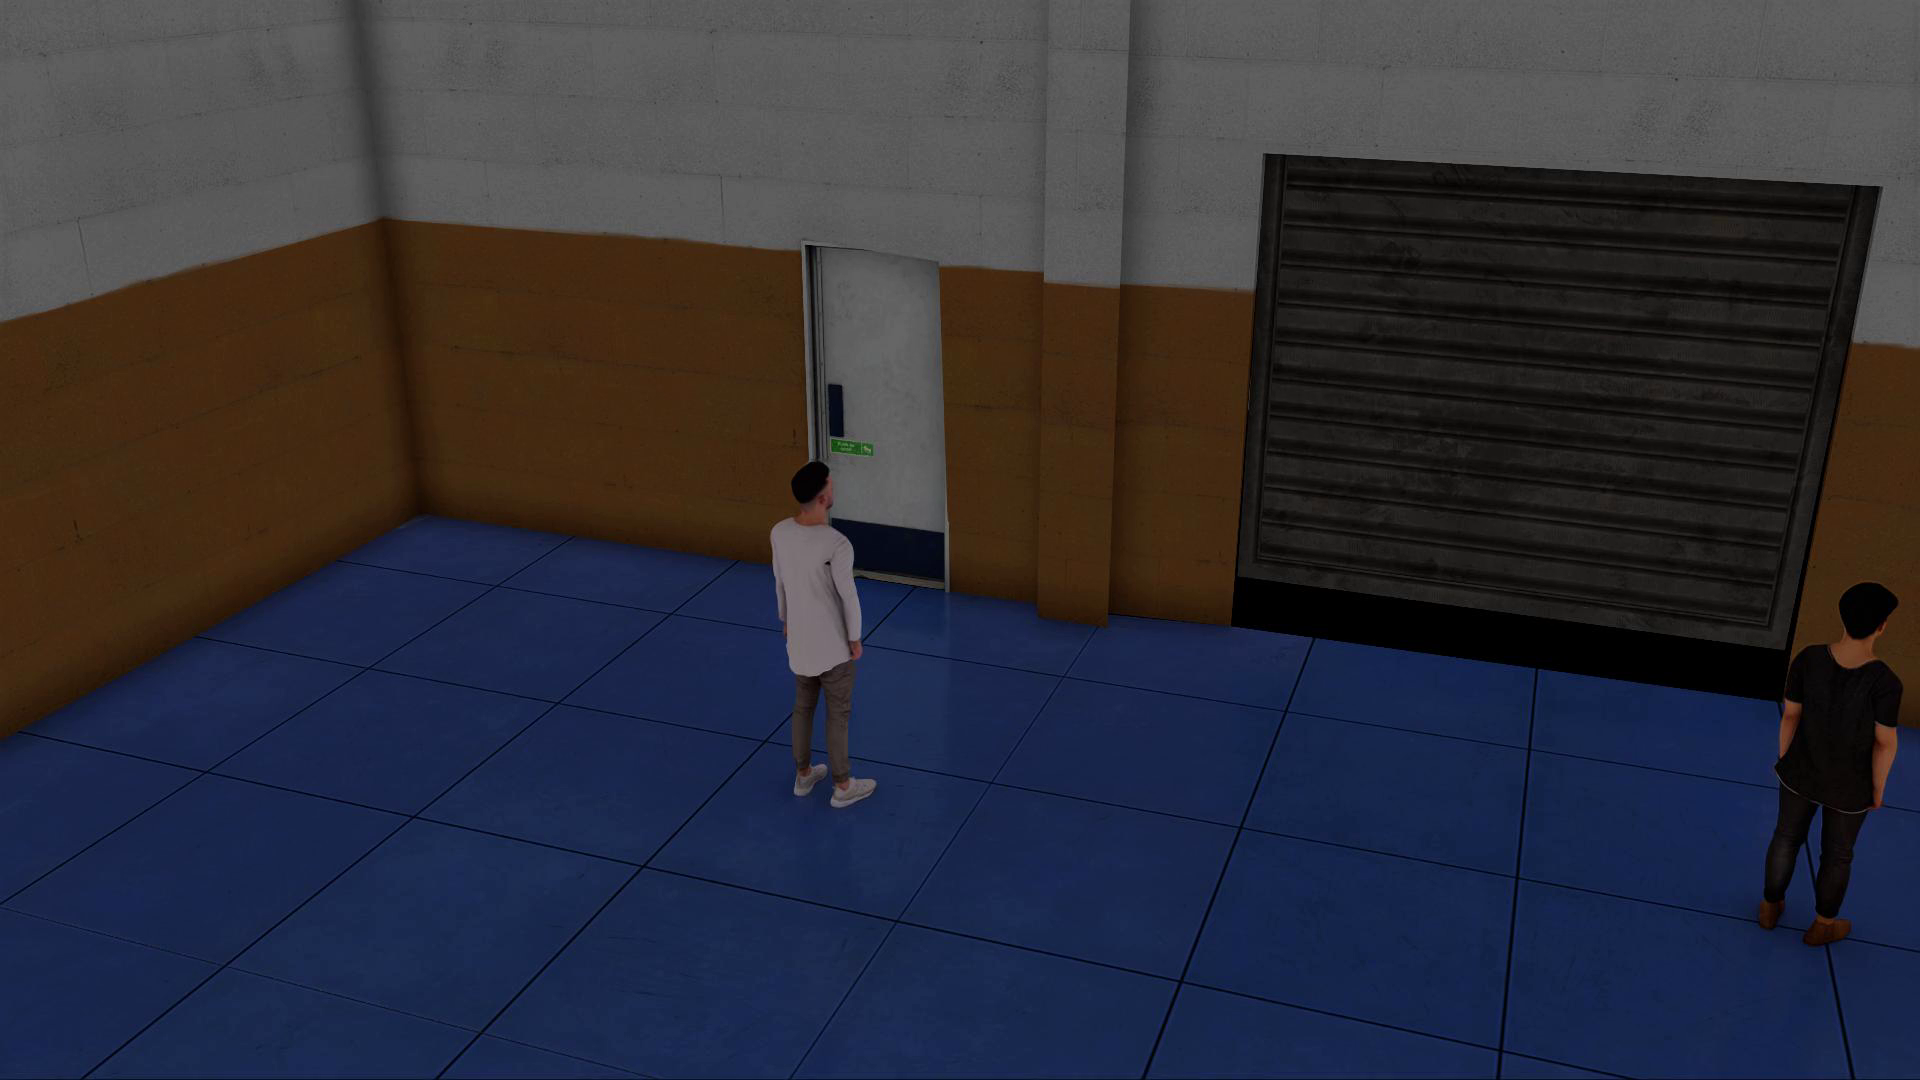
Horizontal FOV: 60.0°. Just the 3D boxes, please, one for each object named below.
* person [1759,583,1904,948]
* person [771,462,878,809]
[{"bbox_3d":[3.804,0.984,7.267,0.763,1.717,0.641,-20,29,-41],"label":"person"},{"bbox_3d":[-0.705,0.471,8.381,0.592,1.840,0.780,14,26,32],"label":"person"}]
